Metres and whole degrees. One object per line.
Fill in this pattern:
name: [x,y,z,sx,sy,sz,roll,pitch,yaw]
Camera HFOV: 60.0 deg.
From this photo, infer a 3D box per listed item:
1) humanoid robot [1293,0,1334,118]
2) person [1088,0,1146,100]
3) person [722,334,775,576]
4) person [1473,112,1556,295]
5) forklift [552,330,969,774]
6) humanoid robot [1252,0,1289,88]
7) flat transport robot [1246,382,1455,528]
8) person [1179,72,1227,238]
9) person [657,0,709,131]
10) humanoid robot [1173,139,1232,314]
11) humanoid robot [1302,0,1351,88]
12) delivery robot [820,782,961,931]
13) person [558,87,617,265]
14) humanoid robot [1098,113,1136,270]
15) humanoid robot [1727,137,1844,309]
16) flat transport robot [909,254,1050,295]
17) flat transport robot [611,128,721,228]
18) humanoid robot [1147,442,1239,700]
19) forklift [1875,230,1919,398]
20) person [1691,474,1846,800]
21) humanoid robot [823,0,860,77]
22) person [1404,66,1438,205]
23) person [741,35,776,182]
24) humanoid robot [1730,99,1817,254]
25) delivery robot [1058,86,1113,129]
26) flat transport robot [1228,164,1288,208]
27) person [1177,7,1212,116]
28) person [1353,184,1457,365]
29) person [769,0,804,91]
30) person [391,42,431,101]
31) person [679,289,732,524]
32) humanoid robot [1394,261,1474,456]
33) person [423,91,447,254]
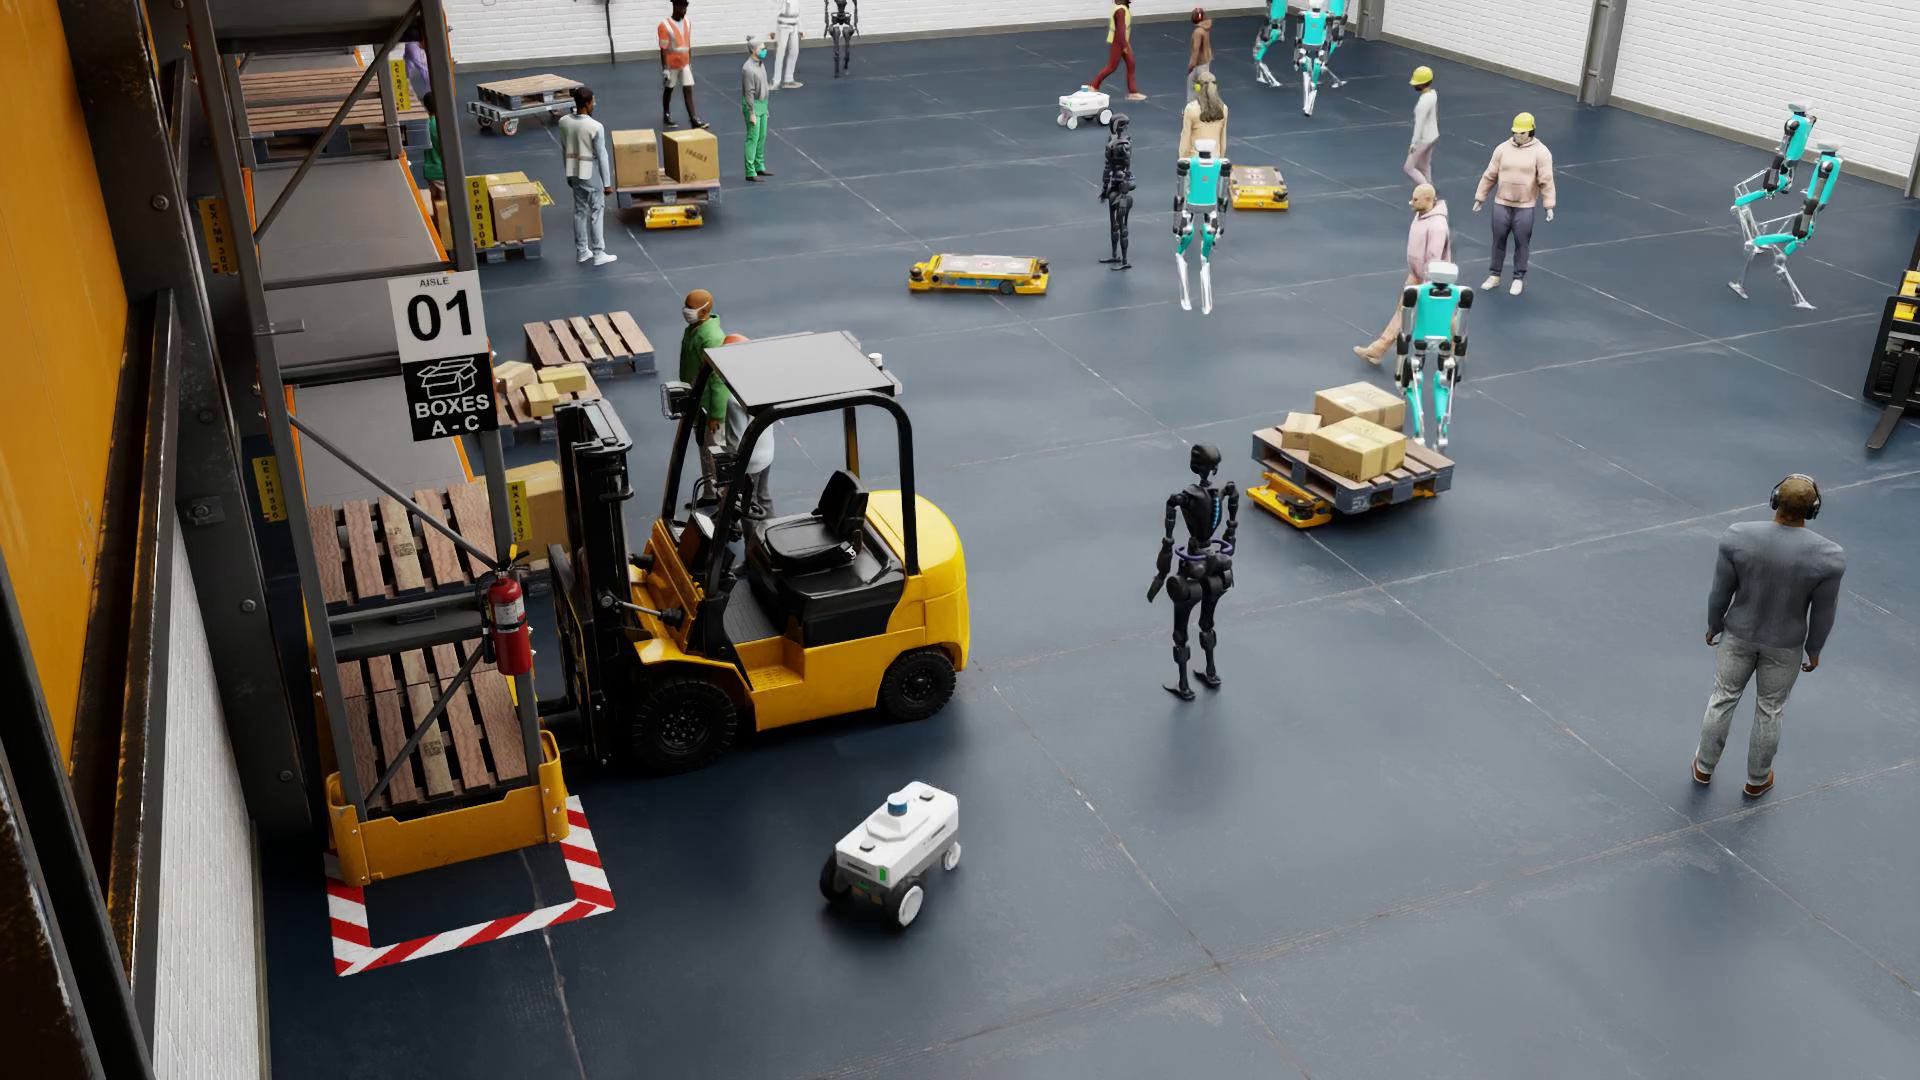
humanoid robot: [5.179,-7.072,24.426,0.547,1.731,1.027,8,28,16]
person: [2.418,-7.637,25.551,0.885,1.735,0.477,8,28,16]
person: [-1.477,-0.588,11.519,0.351,1.740,0.570,8,28,15]
person: [5.727,-3.481,17.147,0.820,1.856,0.428,16,31,29]
forklift: [-1.094,0.010,9.831,2.313,2.155,1.214,-10,28,-20]
humanoid robot: [4.814,-8.028,26.316,0.890,1.762,0.593,24,35,39]
flat transport robot: [2.990,-0.423,12.829,1.431,0.231,0.659,-13,30,-25]
person: [2.747,-4.327,18.825,0.564,1.869,0.392,-9,28,-17]
person: [-3.998,-6.765,23.632,0.982,1.902,0.644,22,34,36]
humanoid robot: [2.364,-3.164,16.634,0.541,1.779,0.672,-1,27,-1]
humanoid robot: [5.743,-7.968,26.212,0.907,1.759,0.533,-11,29,-22]
delivery robot: [-0.315,1.567,8.540,0.499,0.583,0.765,17,31,30]
person: [-4.031,-3.920,17.965,0.597,1.909,0.399,14,30,25]
humanoid robot: [1.696,-3.744,17.851,0.315,1.657,0.599,-8,28,-16]
humanoid robot: [8.278,-3.202,16.786,1.017,1.782,0.535,17,31,30]
flat transport robot: [0.212,-2.810,17.577,1.431,0.231,0.659,3,27,6]
flat transport robot: [-3.509,-4.049,20.040,0.659,0.231,1.431,-6,27,-11]
humanoid robot: [1.426,0.180,10.057,0.591,1.655,0.327,-14,30,-26]
forklift: [9.029,-2.397,14.618,1.214,2.155,2.313,18,32,32]
person: [4.384,0.528,9.081,0.630,1.940,0.373,15,30,28]
humanoid robot: [-1.945,-8.405,27.163,0.592,1.656,0.434,-5,27,-9]
person: [5.545,-4.788,19.882,0.463,1.730,0.583,13,30,25]
person: [-2.593,-5.513,21.216,0.344,1.835,0.511,7,28,14]
humanoid robot: [8.798,-4.003,18.166,0.533,1.677,0.735,-21,34,-36]
delivery robot: [1.835,-6.298,24.217,0.791,0.614,0.499,-14,30,-26]
flat transport robot: [3.691,-4.414,20.768,0.659,0.231,1.431,2,27,3]
person: [3.474,-6.983,24.366,0.620,1.615,0.489,4,27,8]
person: [4.205,-2.378,15.096,1.032,1.714,0.569,-6,27,-11]
person: [-2.771,-8.035,26.218,0.384,1.851,0.753,16,31,28]
person: [-8.532,-7.643,25.494,0.952,1.796,0.570,1,27,2]
person: [-1.869,-0.994,12.280,0.384,1.784,0.545,-14,30,-25]
humanoid robot: [3.615,-1.198,12.710,0.536,1.774,0.659,1,27,2]
person: [-5.634,-3.927,18.050,0.398,1.843,0.501,-23,35,-38]
